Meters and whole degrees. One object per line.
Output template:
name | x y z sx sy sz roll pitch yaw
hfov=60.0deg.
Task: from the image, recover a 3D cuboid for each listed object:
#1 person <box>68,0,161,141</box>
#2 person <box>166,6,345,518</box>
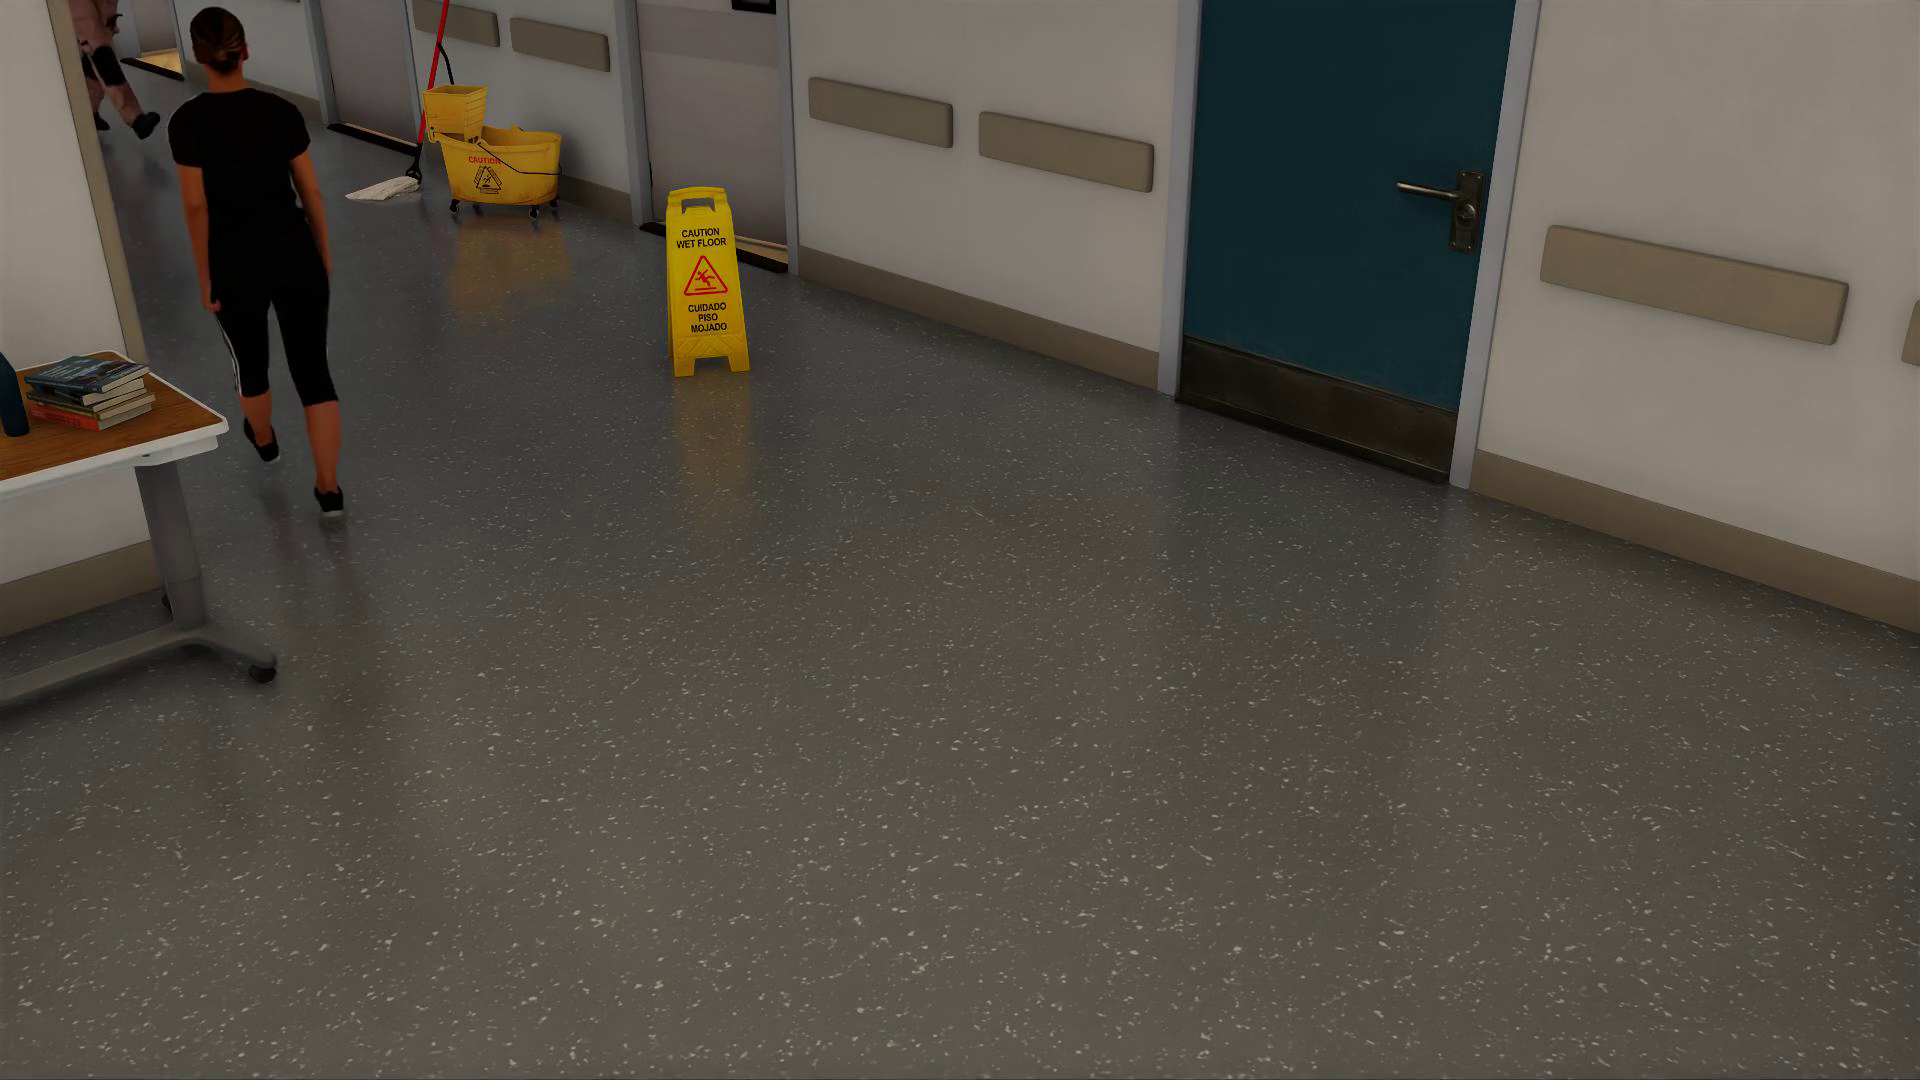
person | -5.661 -3.527 10.727 1.303 1.862 0.893 16 30 30
person | -2.259 -0.855 5.459 0.790 1.625 1.140 -14 29 -27
